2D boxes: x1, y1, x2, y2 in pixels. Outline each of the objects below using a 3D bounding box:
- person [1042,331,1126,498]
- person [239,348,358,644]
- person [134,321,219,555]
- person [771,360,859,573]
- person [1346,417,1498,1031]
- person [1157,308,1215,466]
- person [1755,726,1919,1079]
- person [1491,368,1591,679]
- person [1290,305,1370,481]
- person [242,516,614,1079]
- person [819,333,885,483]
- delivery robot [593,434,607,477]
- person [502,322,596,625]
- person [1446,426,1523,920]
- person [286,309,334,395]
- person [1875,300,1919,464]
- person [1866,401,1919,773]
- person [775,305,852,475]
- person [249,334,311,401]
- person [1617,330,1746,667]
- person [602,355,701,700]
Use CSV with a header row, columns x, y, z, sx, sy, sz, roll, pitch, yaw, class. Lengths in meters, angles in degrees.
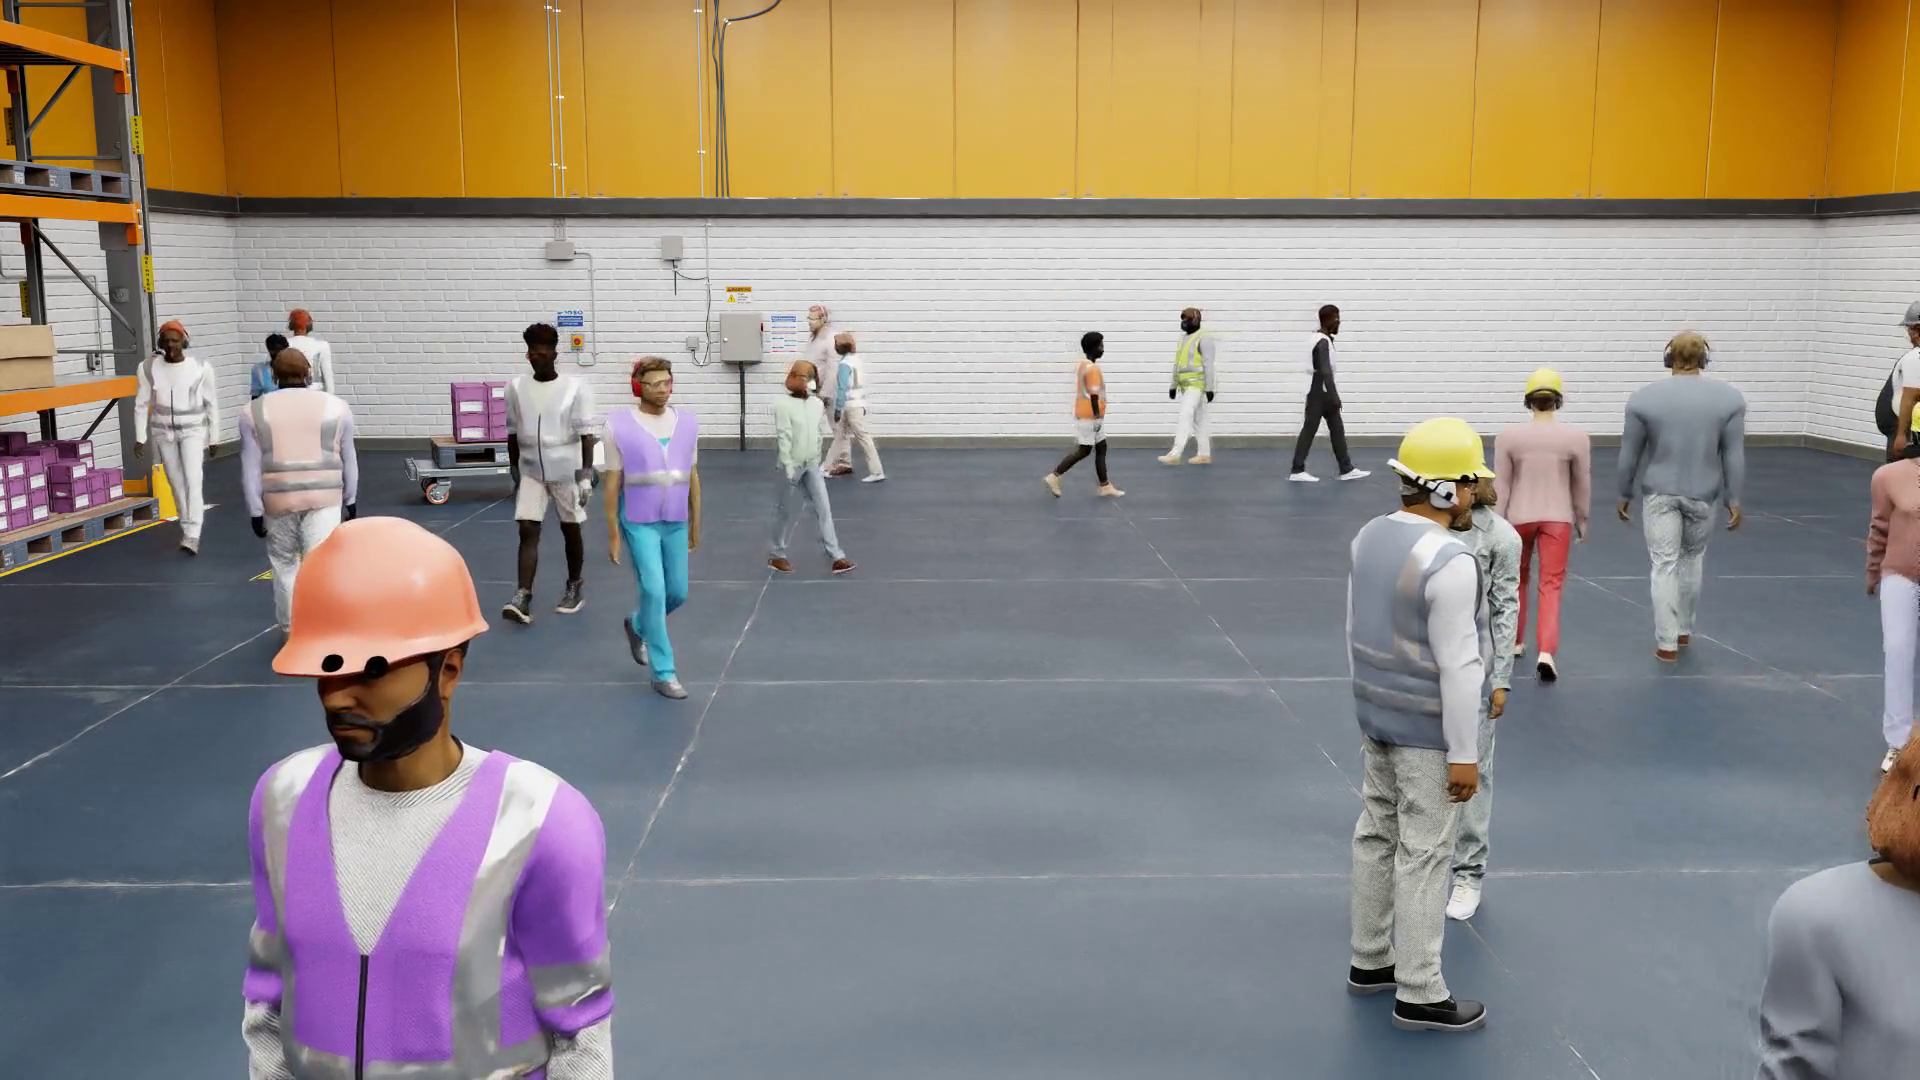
x,y,z,sx,sy,sz,roll,pitch,yaw,class
1.218,-1.224,16.363,0.798,1.667,0.537,0,9,-3,person
-3.864,-0.221,9.783,0.622,1.800,0.916,-3,10,-20,person
-6.233,-0.795,13.204,0.582,1.835,0.944,-2,9,-10,person
-1.127,-0.519,12.270,0.836,1.593,0.515,9,13,43,person
1.393,0.544,5.013,0.404,1.829,0.600,-3,10,-15,person
2.567,-1.757,19.173,0.862,1.807,0.663,-3,10,-18,person
1.488,1.030,2.673,0.502,1.617,0.620,1,9,5,person
3.265,-0.107,9.366,0.526,1.717,0.913,3,10,19,person
3.959,-1.540,17.646,0.923,1.882,0.598,3,10,18,person
-0.763,0.923,2.364,0.543,1.939,0.370,2,9,12,person
-1.200,-1.390,17.600,0.883,1.583,0.535,1,9,8,person
-3.654,-0.858,17.227,0.707,0.478,0.477,-2,9,-15,delivery robot
-2.651,-0.418,10.633,0.634,1.915,0.974,1,9,6,person
1.696,0.454,5.838,0.483,1.745,0.306,8,12,42,person
-6.563,-1.383,16.715,0.590,1.859,0.769,-2,9,-12,person
7.668,-0.916,13.329,0.688,2.000,0.614,-7,12,-37,person
4.503,0.162,7.726,0.535,1.719,0.929,5,11,29,person
-1.576,-1.612,18.102,0.951,1.862,0.650,-7,12,-37,person
-6.676,-1.208,16.365,0.579,1.623,0.941,-1,9,-6,person
4.161,-0.260,9.687,0.662,1.910,0.831,2,10,15,person
-1.674,-0.092,8.959,0.568,1.822,0.736,-8,12,-40,person
